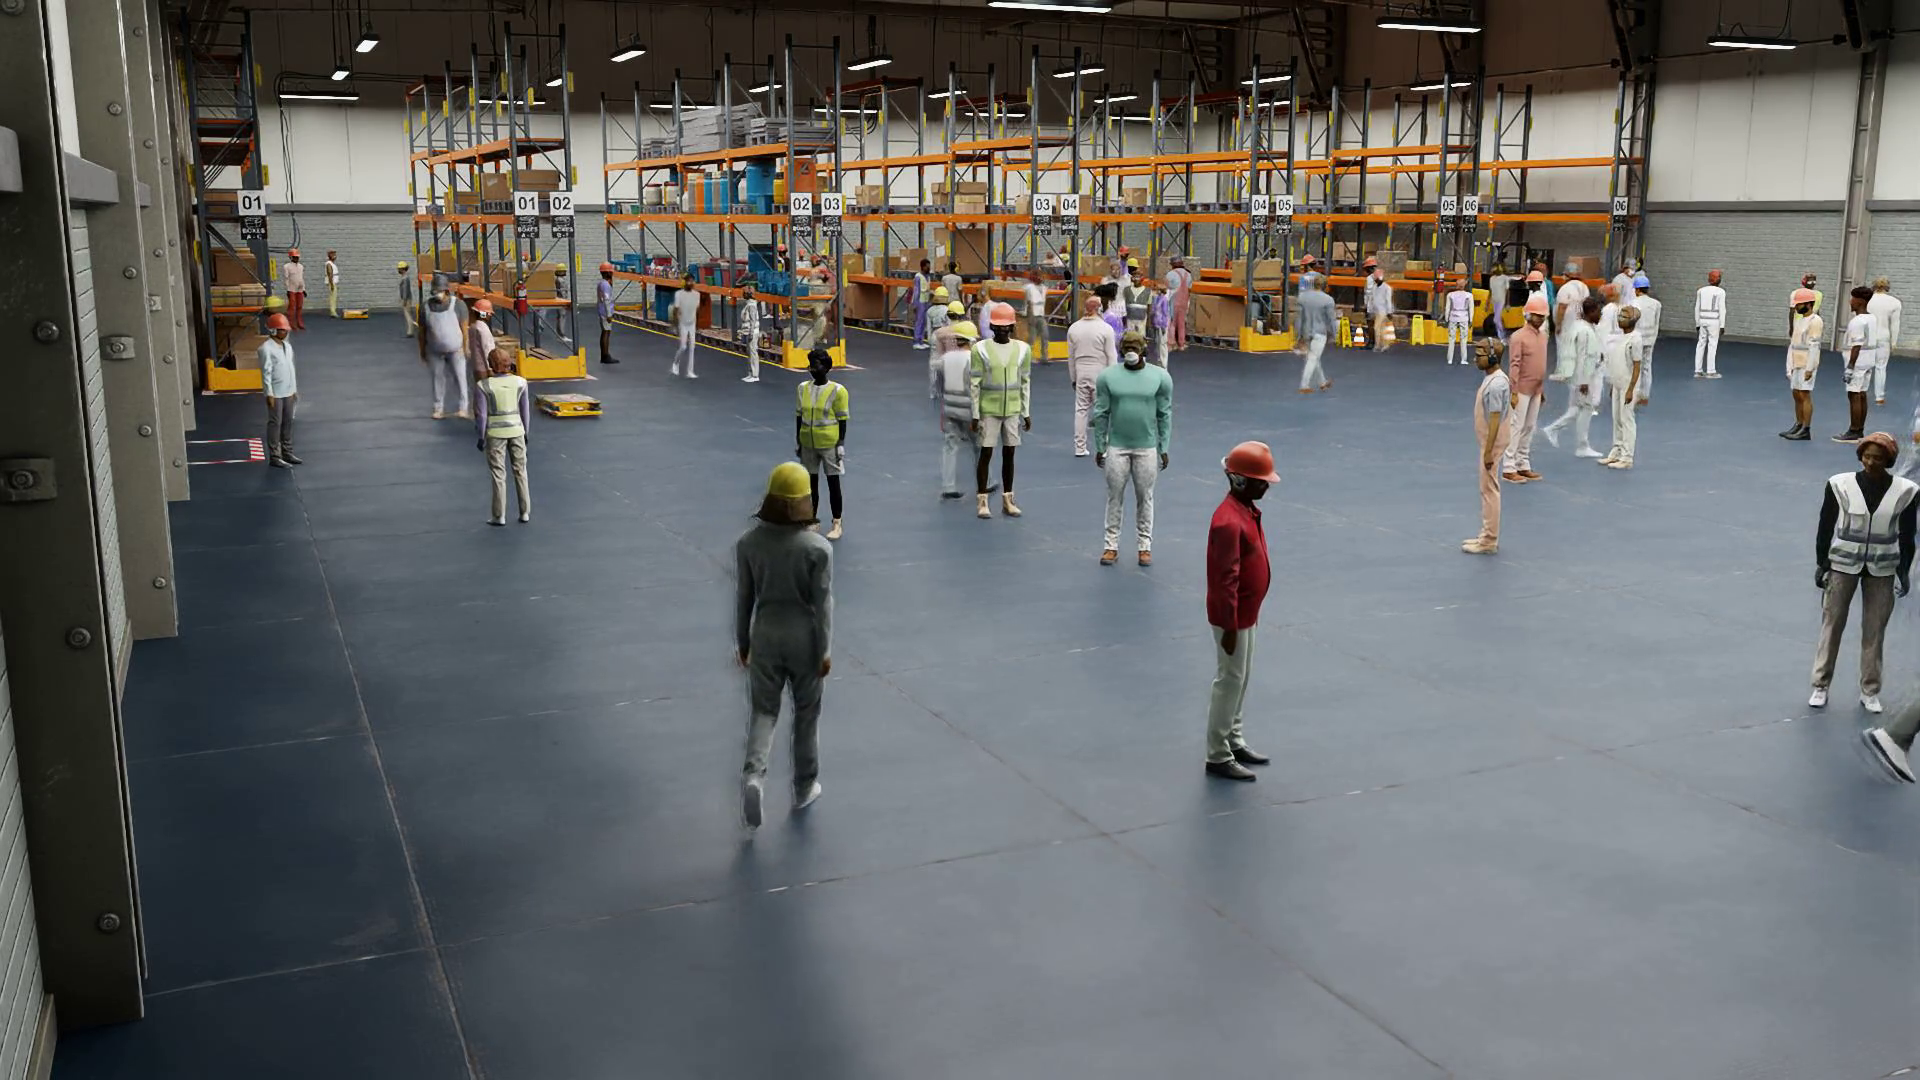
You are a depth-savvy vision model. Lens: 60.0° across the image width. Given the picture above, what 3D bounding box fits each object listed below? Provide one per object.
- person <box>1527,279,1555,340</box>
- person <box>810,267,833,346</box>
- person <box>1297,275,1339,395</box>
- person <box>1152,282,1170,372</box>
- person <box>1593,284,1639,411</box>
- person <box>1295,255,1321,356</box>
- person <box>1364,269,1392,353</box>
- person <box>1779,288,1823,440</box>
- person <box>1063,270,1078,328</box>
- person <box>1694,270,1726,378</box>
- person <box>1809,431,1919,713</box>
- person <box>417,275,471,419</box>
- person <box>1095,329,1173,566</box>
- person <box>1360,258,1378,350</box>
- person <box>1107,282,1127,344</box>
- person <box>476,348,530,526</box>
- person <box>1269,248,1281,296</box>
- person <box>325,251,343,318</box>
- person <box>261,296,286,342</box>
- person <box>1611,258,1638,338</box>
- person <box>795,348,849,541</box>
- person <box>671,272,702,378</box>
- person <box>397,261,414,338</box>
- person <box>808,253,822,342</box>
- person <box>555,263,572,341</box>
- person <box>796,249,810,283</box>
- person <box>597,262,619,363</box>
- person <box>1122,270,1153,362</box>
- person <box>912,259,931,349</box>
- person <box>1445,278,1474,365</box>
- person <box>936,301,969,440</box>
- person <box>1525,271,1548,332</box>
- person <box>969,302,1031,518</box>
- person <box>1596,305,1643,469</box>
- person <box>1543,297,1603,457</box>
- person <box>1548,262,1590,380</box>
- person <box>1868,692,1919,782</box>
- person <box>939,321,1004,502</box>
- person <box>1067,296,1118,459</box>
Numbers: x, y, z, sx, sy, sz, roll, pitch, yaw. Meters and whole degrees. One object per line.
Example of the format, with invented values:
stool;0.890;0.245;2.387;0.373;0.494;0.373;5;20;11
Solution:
person;12.991;-5.263;37.182;0.970;1.691;0.574;-8;13;-34
person;-2.977;-5.060;36.080;0.680;1.708;0.573;6;13;28
person;5.748;-3.262;26.492;1.013;1.884;0.648;-10;15;-40
person;3.650;-3.851;30.146;0.314;1.634;0.516;-2;11;-9
person;9.462;-2.779;24.139;0.736;1.864;0.573;6;12;26
person;7.029;-4.730;33.594;0.606;2.035;0.405;-7;13;-31
person;8.608;-4.710;34.300;0.747;1.709;0.570;-4;12;-21
person;10.723;-2.234;21.198;0.388;1.924;0.549;1;11;4
person;2.299;-4.781;34.712;0.321;1.694;0.529;2;11;10
person;13.132;-3.773;29.101;0.340;1.883;0.586;-5;12;-24
person;5.223;0.184;9.625;0.512;1.639;0.311;5;12;23
person;-7.217;-2.710;23.303;0.742;2.000;0.537;-2;11;-9
person;1.413;-0.750;13.602;0.629;1.939;0.371;2;11;10
person;8.667;-4.990;35.154;0.372;1.935;0.551;7;13;31
person;2.691;-3.787;29.748;0.538;1.673;0.766;-4;12;-20
person;-4.214;-0.950;15.380;0.512;1.641;0.309;-8;14;-37
person;9.148;-7.639;48.806;0.508;1.865;0.328;4;12;22
person;-17.267;-7.032;45.763;0.381;1.845;0.570;-2;11;-12
person;-9.553;-2.530;23.172;0.383;1.731;0.513;-7;13;-34
person;12.762;-4.384;31.810;0.673;2.000;0.536;-9;14;-39
person;-1.230;-0.841;14.684;0.532;1.696;0.318;5;12;24
person;-4.774;-3.747;29.064;0.540;1.847;0.473;-9;14;-38
person;-12.877;-5.583;38.608;0.324;1.767;0.531;-3;12;-15
person;-3.195;-5.405;37.127;0.398;1.991;0.620;4;12;20
person;-8.950;-5.349;37.474;0.297;1.744;0.487;-5;12;-26
person;-4.980;-8.275;52.336;0.577;1.746;0.356;-4;12;-21
person;-6.781;-4.363;31.963;0.362;1.939;0.543;-4;12;-21
person;3.213;-3.976;30.228;0.563;1.848;0.390;3;12;15
person;-0.812;-5.017;35.391;0.404;1.907;0.595;5;12;23
person;9.496;-4.151;31.652;0.523;1.639;0.309;5;12;24
person;-0.054;-2.148;21.145;0.522;1.769;0.318;5;12;24
person;9.361;-3.417;27.161;0.376;1.936;0.549;9;14;38
person;0.394;-1.221;15.737;0.609;2.040;0.394;-3;12;-16
person;7.488;-1.721;18.776;0.345;1.847;0.507;0;11;-2
person;7.348;-1.937;19.739;0.614;1.900;0.603;5;12;24
person;10.512;-3.785;28.767;0.685;2.000;0.535;-7;13;-32
person;5.097;0.284;8.528;0.870;1.880;0.623;-1;11;-5
person;0.105;-1.295;16.737;0.620;1.788;0.889;9;14;38
person;1.580;-1.911;19.585;0.643;1.908;0.411;8;13;34
